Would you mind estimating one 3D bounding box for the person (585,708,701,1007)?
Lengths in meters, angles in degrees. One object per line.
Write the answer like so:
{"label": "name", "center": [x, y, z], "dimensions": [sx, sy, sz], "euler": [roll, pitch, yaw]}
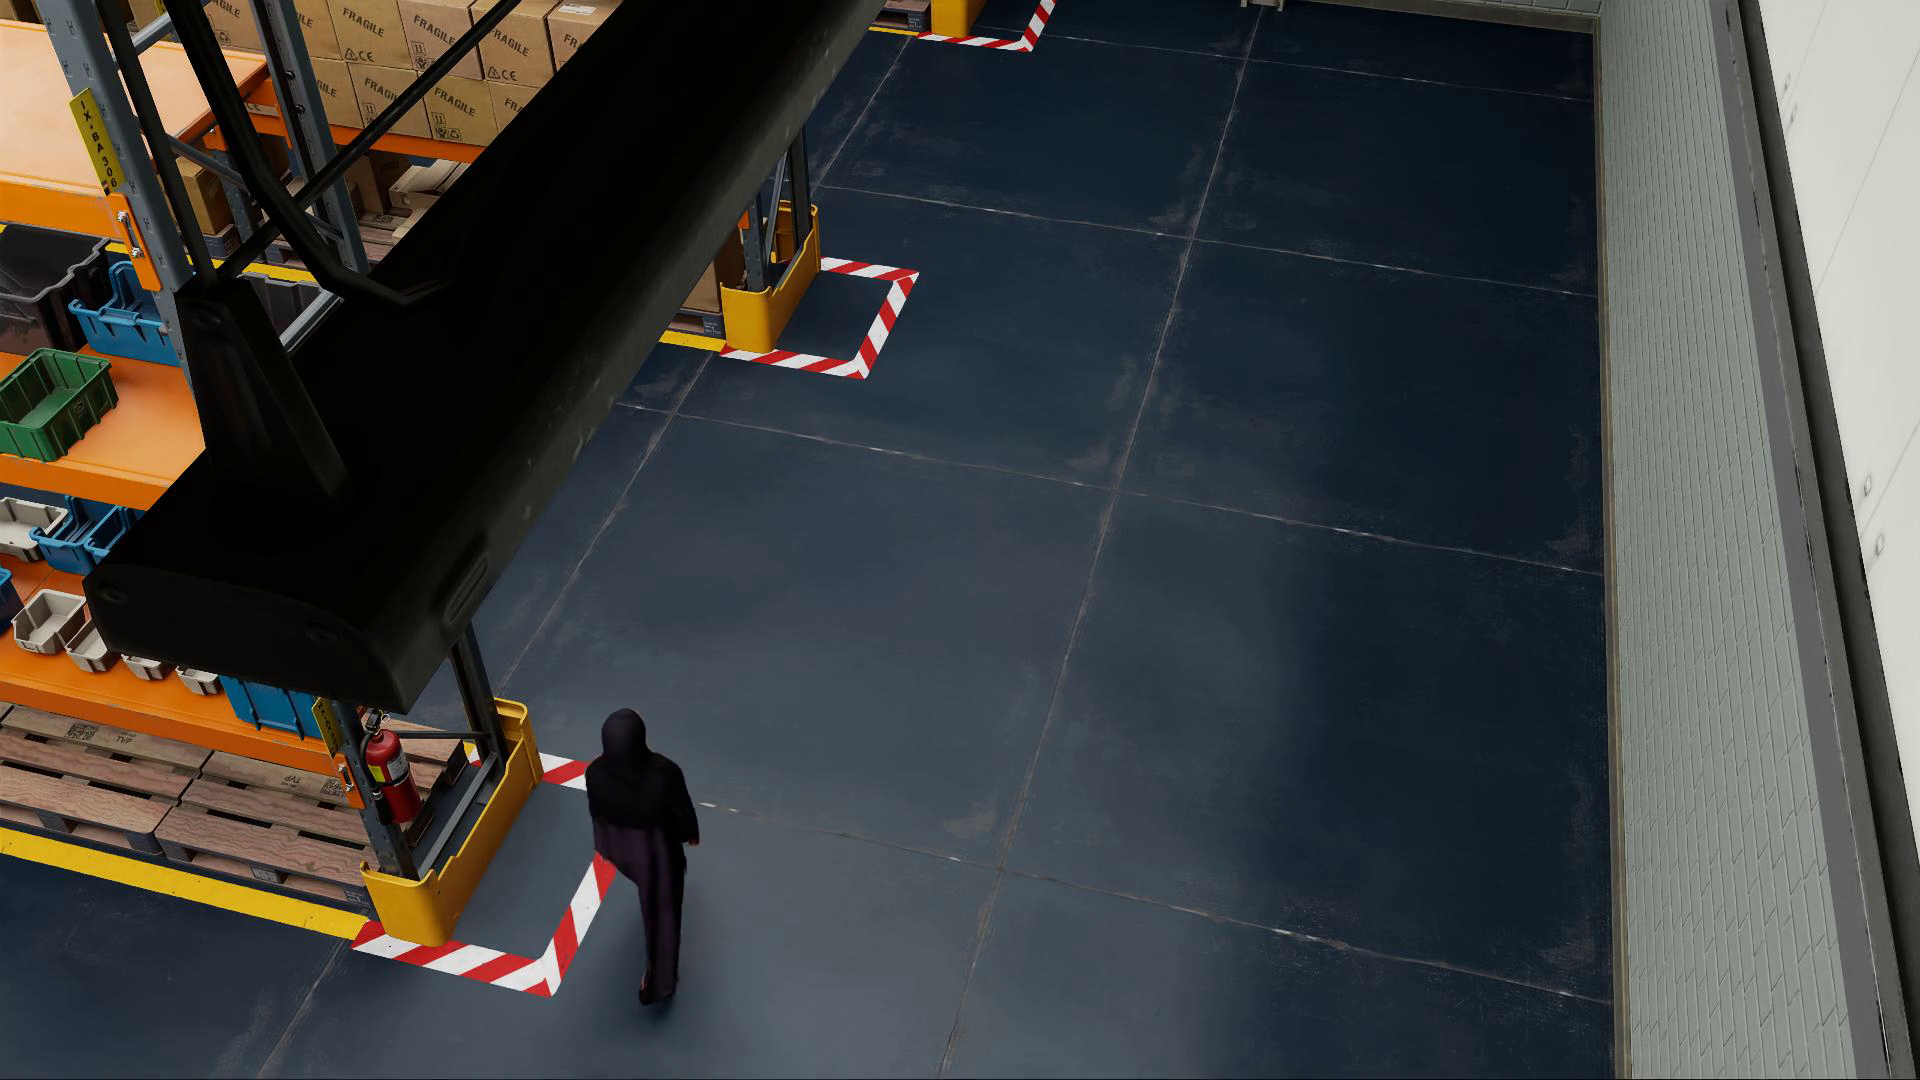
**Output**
{"label": "person", "center": [-1.444, 1.410, 7.494], "dimensions": [1.093, 1.605, 0.783], "euler": [5, 43, 5]}
